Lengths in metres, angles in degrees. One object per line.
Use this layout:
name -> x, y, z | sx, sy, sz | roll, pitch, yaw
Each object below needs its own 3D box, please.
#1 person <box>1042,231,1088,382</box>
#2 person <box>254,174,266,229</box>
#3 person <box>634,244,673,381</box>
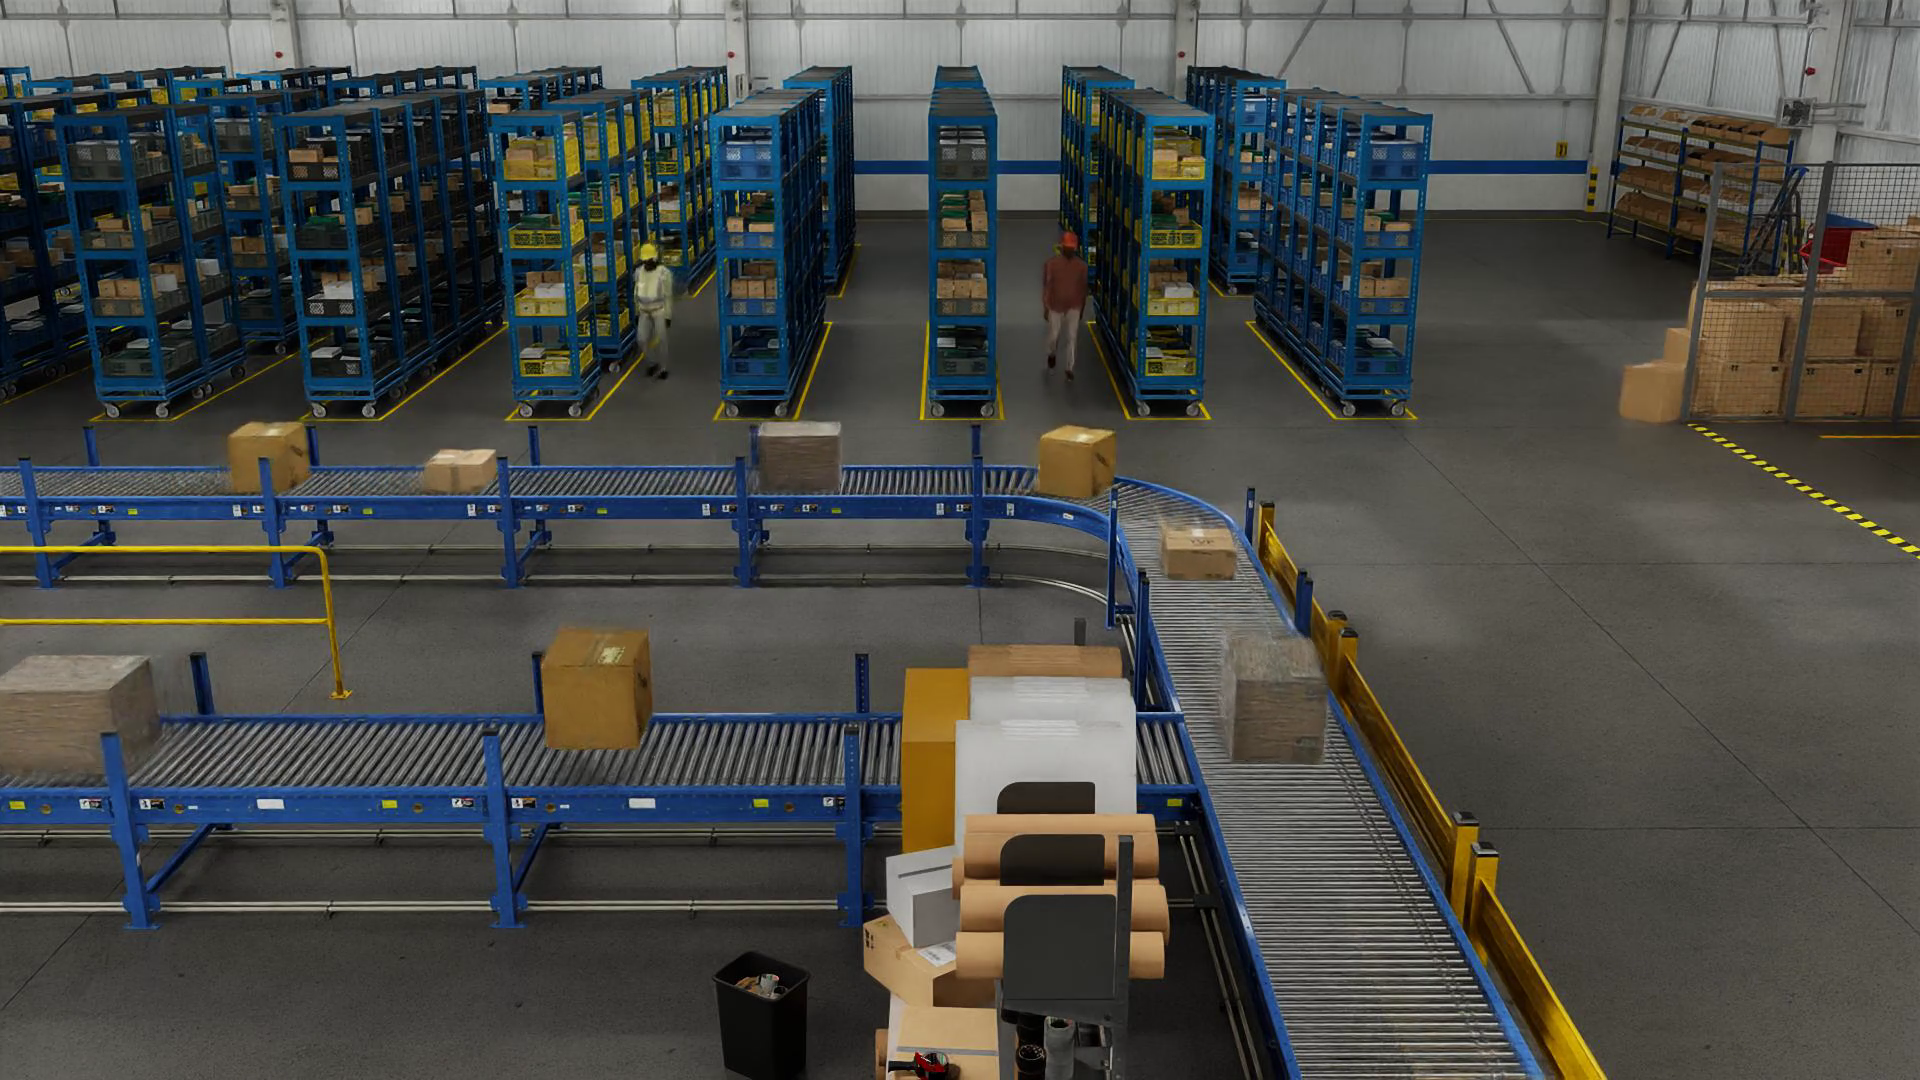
person -> 1.386, -3.126, 22.070 | 0.621, 1.977, 0.674 | -1, 18, -4
person -> -14.124, -6.821, 33.662 | 0.372, 1.843, 0.570 | -3, 18, -11
person -> -4.057, -3.008, 21.980 | 0.591, 1.806, 0.439 | 6, 19, 19
